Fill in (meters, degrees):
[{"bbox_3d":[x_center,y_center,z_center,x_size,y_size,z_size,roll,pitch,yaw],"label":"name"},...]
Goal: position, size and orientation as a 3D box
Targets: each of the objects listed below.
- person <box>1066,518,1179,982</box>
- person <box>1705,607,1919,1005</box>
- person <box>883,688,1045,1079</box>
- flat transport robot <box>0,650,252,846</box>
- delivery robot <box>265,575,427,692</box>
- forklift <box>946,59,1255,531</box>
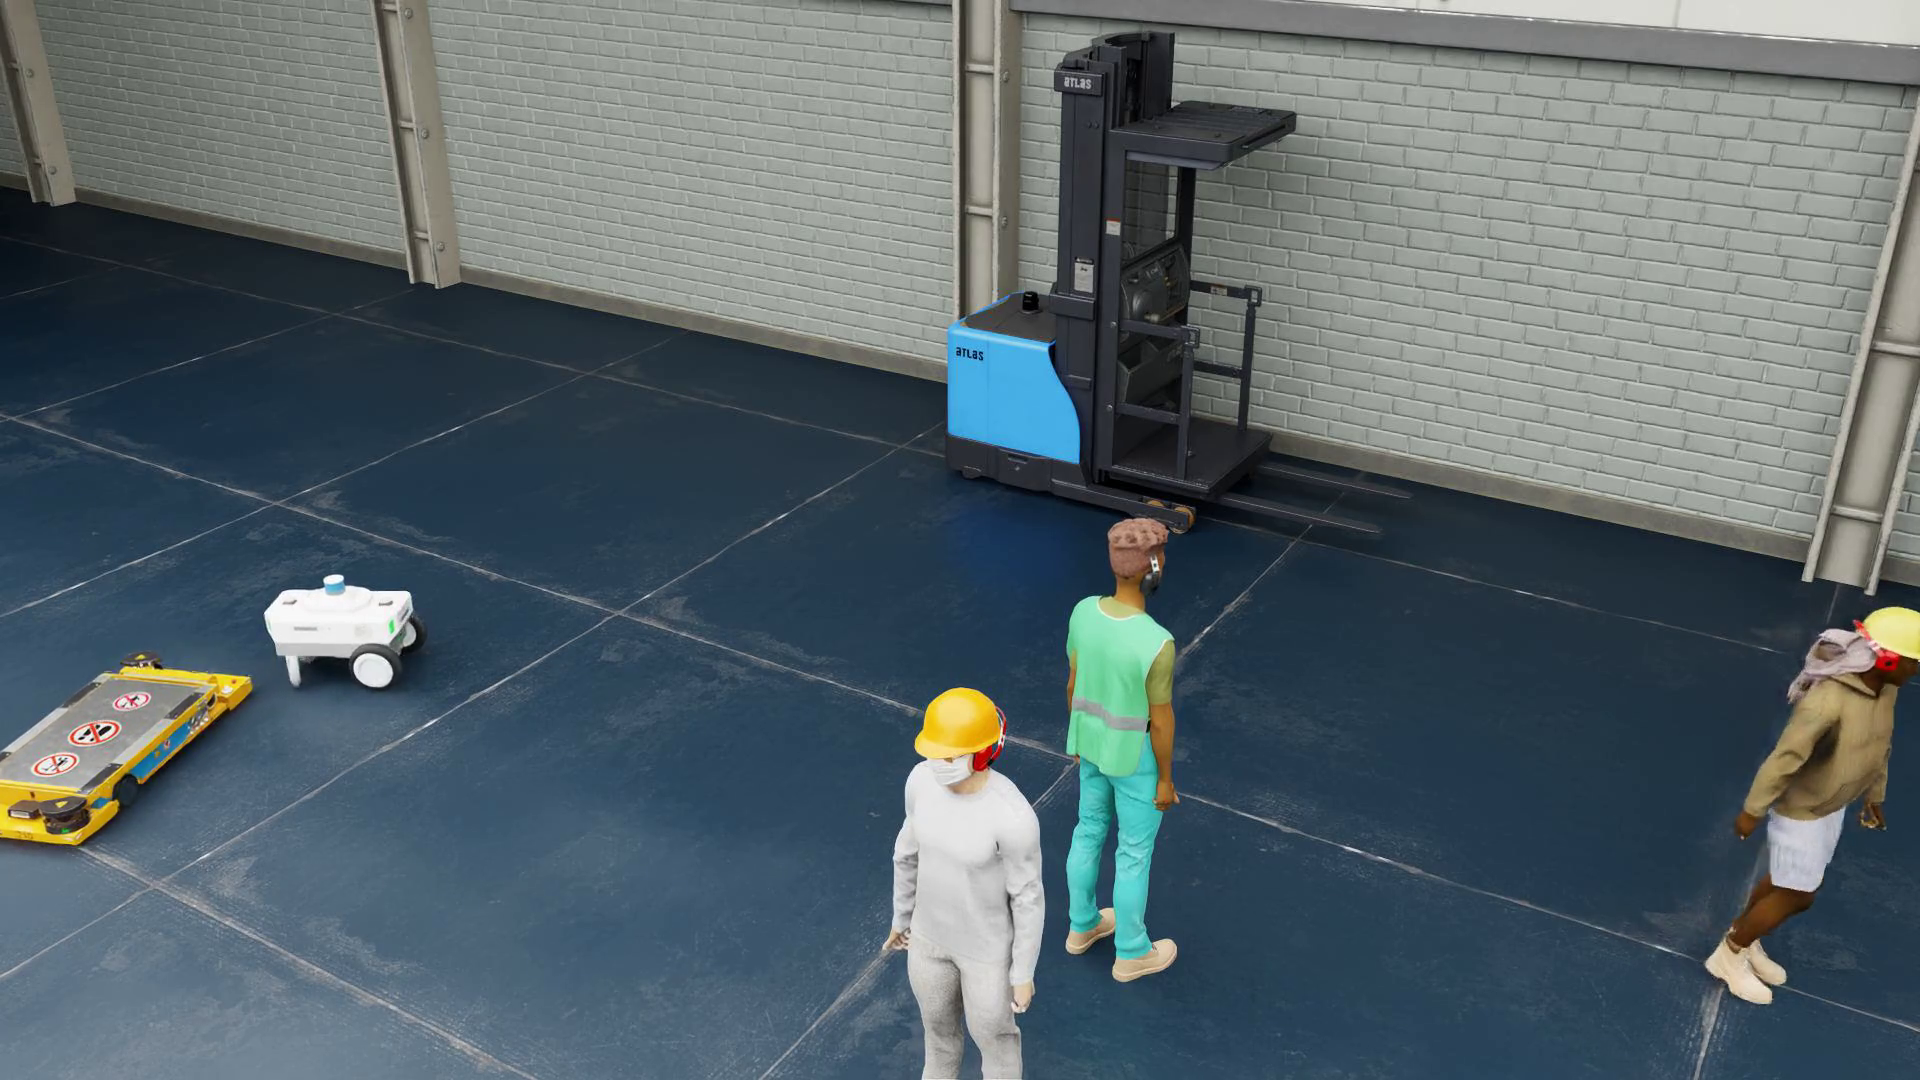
[{"bbox_3d":[0.625,0.833,6.499,0.389,1.977,0.491,-22,33,-38],"label":"person"},{"bbox_3d":[3.297,1.014,6.403,0.564,1.725,0.498,-16,30,-31],"label":"person"},{"bbox_3d":[0.009,1.326,5.553,0.580,1.895,0.355,17,30,31],"label":"person"},{"bbox_3d":[-4.175,0.994,8.155,0.659,0.231,1.431,4,26,9],"label":"flat transport robot"},{"bbox_3d":[-3.280,0.479,8.919,0.774,0.602,0.502,1,25,1],"label":"delivery robot"},{"bbox_3d":[0.933,-1.707,10.833,1.873,2.768,1.129,15,29,28],"label":"forklift"}]
